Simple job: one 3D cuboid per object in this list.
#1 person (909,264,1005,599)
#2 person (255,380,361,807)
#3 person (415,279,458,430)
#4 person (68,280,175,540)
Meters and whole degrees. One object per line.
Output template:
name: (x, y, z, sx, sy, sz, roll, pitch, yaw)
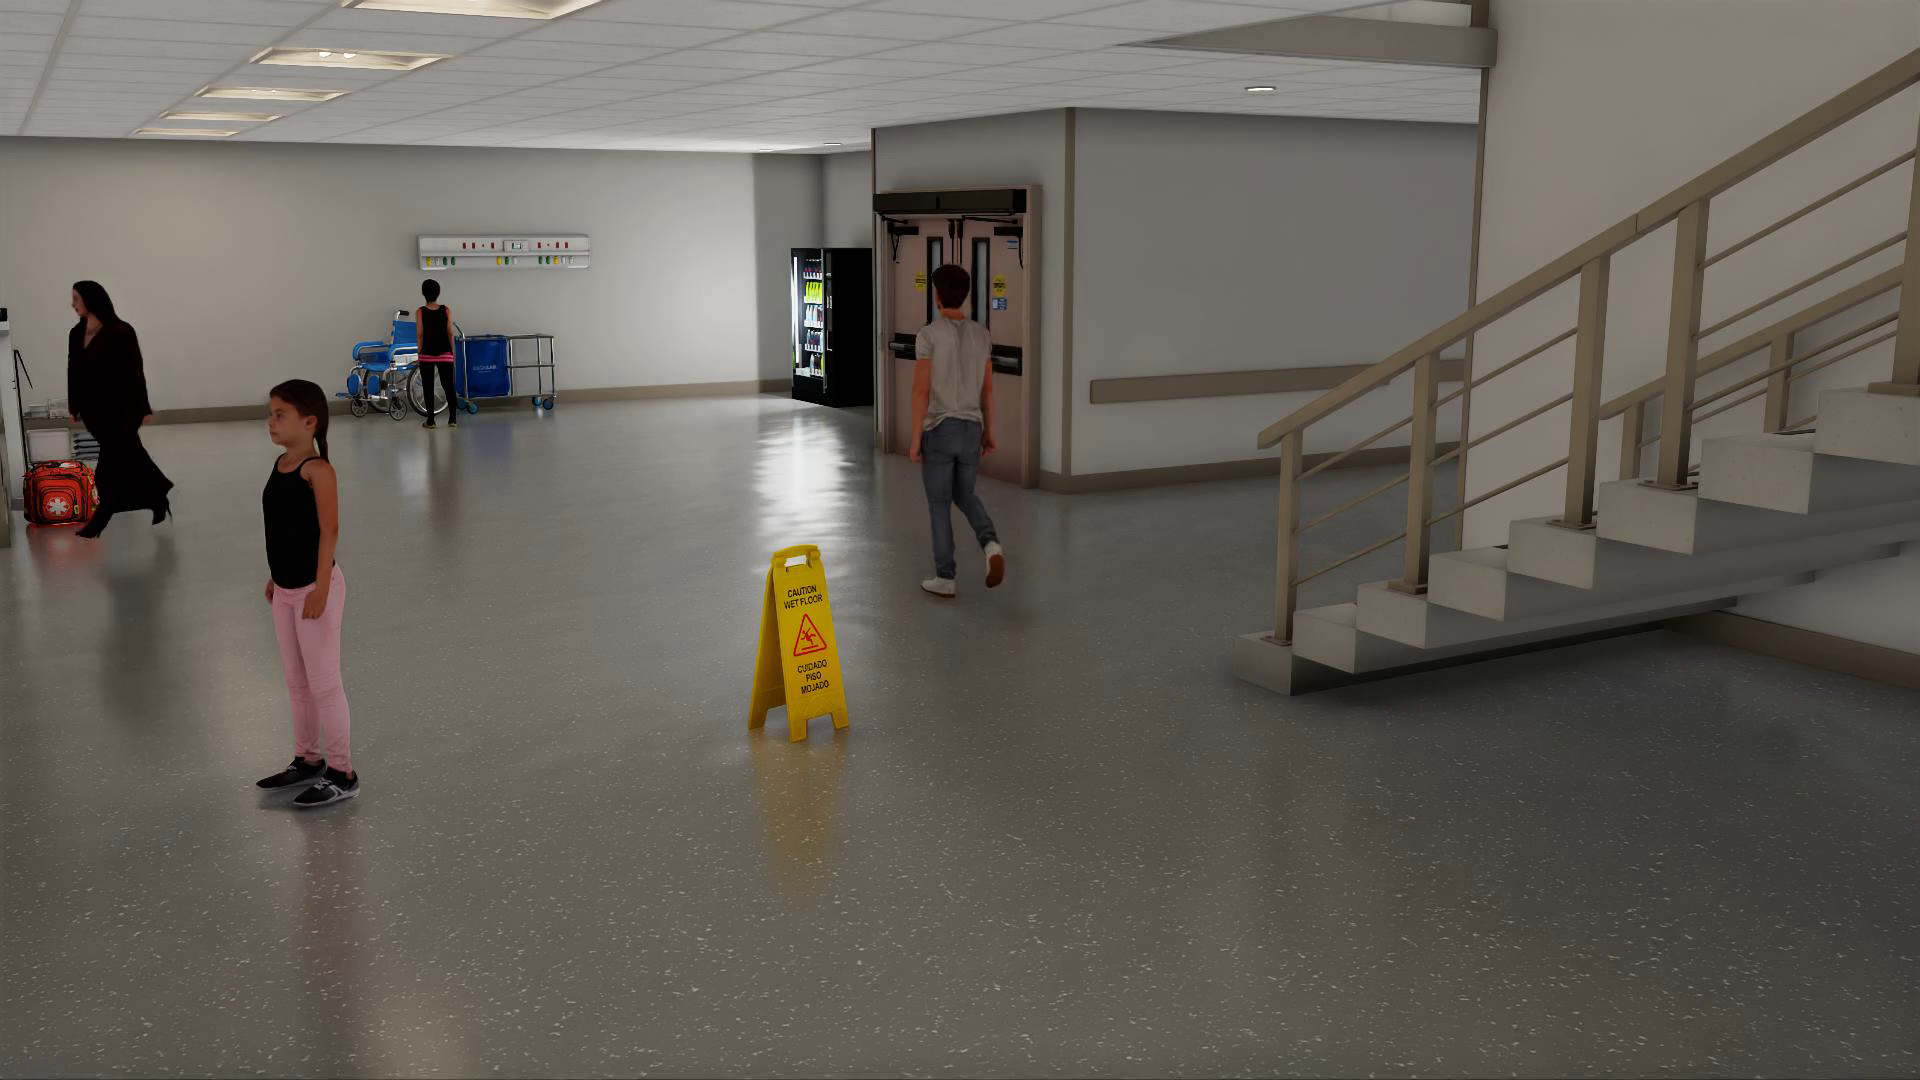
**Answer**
person: (-0.001, -0.584, 9.330, 0.676, 1.882, 0.872, -7, 13, -32)
person: (-2.410, 0.184, 6.129, 0.544, 1.566, 0.649, 9, 14, 40)
person: (-5.509, -1.960, 17.468, 0.532, 1.552, 0.494, -6, 12, -30)
person: (-5.674, -0.853, 11.275, 1.169, 1.685, 1.207, 3, 11, 16)
